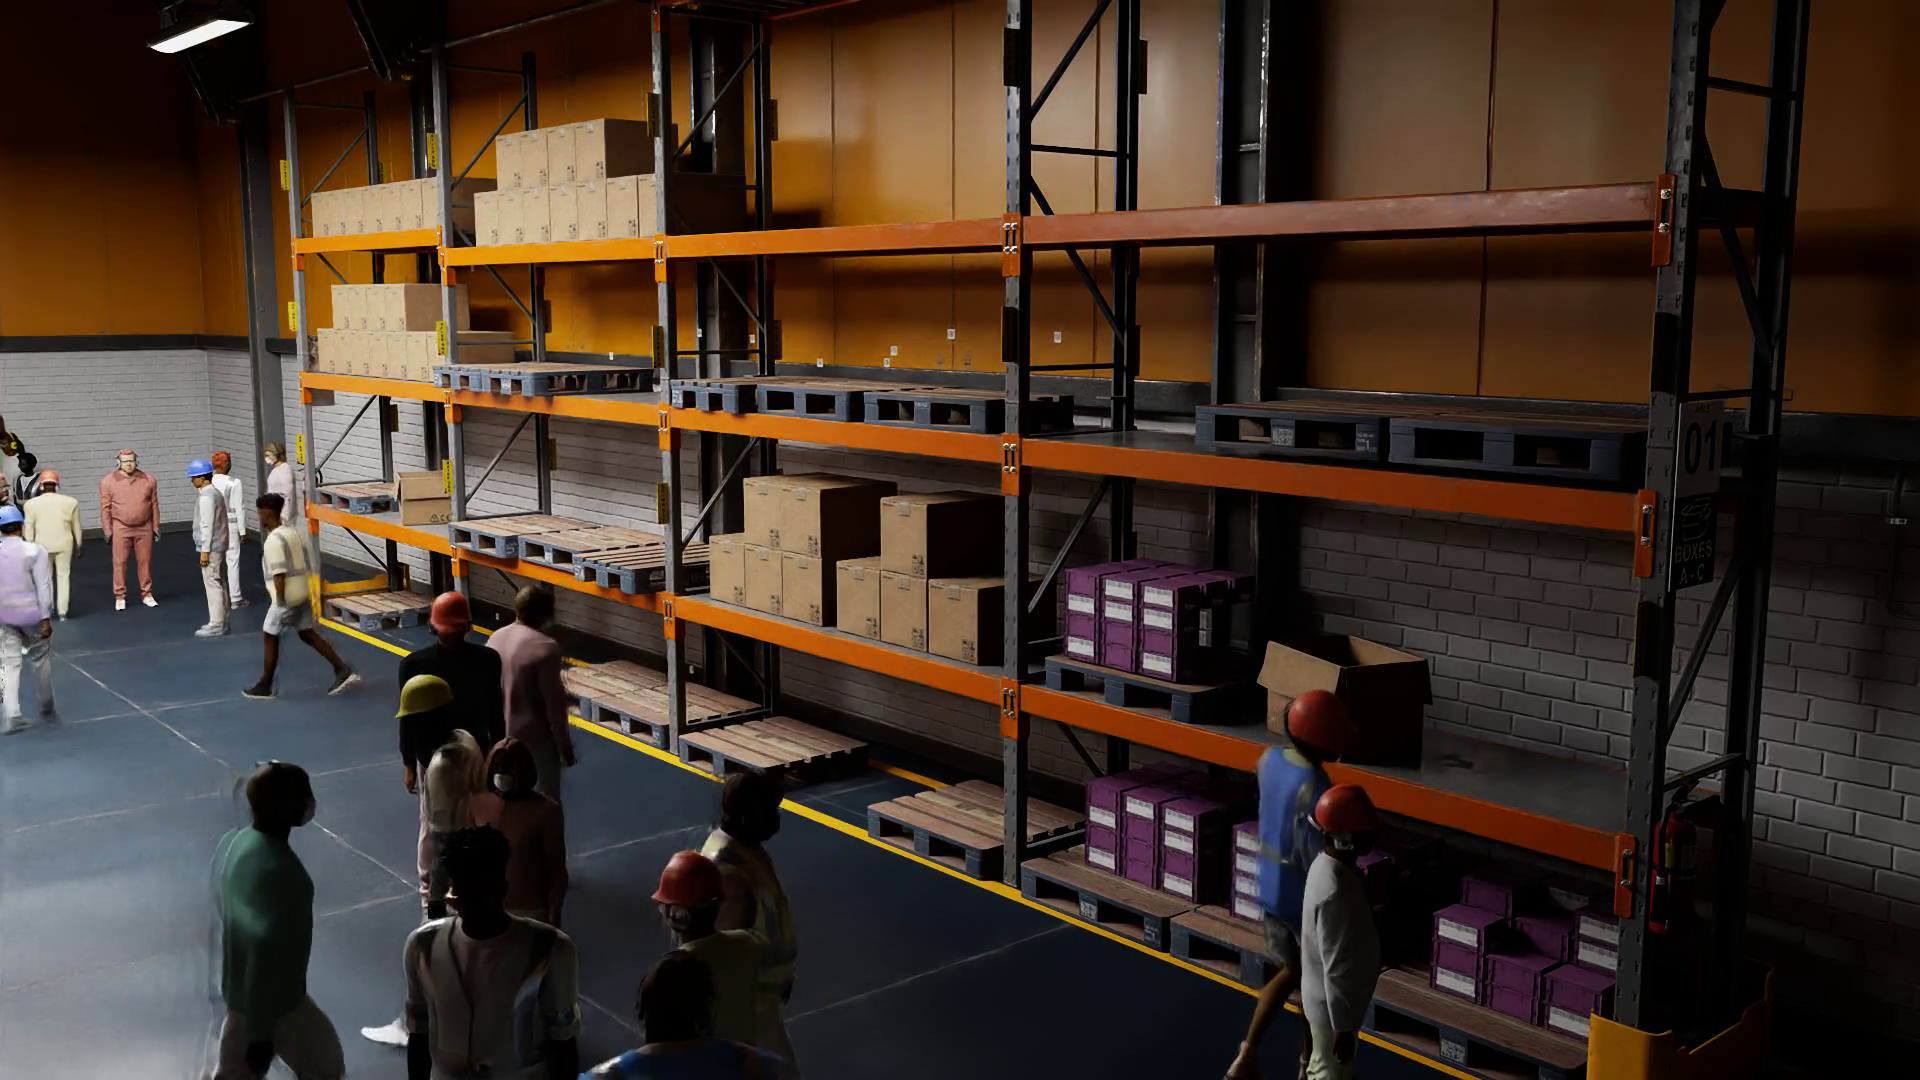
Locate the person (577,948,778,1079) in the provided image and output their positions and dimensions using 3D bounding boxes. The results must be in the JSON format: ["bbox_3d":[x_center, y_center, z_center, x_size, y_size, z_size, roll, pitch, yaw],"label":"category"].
[{"bbox_3d":[-0.810,2.087,4.773,0.641,1.789,0.930,-4,9,-27],"label":"person"}]

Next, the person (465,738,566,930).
[{"bbox_3d":[-2.084,1.721,7.778,0.500,1.636,0.281,1,8,9],"label":"person"}]

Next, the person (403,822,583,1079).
[{"bbox_3d":[-1.555,1.886,5.529,0.606,1.957,0.373,1,8,6],"label":"person"}]

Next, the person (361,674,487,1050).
[{"bbox_3d":[-2.443,1.571,8.074,0.944,1.863,0.602,-2,8,-14],"label":"person"}]

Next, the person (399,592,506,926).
[{"bbox_3d":[-2.941,1.272,9.708,0.612,1.981,0.408,-5,10,-31],"label":"person"}]

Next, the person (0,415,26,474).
[{"bbox_3d":[-13.865,-0.820,24.047,0.683,2.000,0.538,-5,10,-32],"label":"person"}]

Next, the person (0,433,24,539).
[{"bbox_3d":[-12.877,-0.537,22.691,0.534,1.864,0.310,4,9,25],"label":"person"}]

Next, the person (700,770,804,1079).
[{"bbox_3d":[-0.781,1.802,6.595,0.575,1.813,0.635,-1,8,-7],"label":"person"}]

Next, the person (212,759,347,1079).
[{"bbox_3d":[-2.667,1.783,6.531,1.048,1.880,0.644,-6,10,-35],"label":"person"}]

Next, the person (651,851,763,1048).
[{"bbox_3d":[-0.917,1.944,5.826,0.342,1.749,0.573,4,9,26],"label":"person"}]

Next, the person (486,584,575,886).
[{"bbox_3d":[-2.687,1.226,10.254,0.700,1.919,0.418,6,10,37],"label":"person"}]

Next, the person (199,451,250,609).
[{"bbox_3d":[-8.741,-0.117,19.750,0.573,1.877,0.353,1,8,10],"label":"person"}]

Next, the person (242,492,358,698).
[{"bbox_3d":[-6.096,0.514,15.254,0.982,1.914,0.658,0,8,0],"label":"person"}]

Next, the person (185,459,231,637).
[{"bbox_3d":[-8.197,0.082,18.172,0.420,1.932,0.619,-2,9,-17],"label":"person"}]

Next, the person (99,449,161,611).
[{"bbox_3d":[-9.803,-0.128,19.702,0.644,1.907,0.399,-7,11,-39],"label":"person"}]

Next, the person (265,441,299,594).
[{"bbox_3d":[-8.331,-0.249,20.452,0.373,1.935,0.628,-5,9,-29],"label":"person"}]

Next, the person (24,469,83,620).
[{"bbox_3d":[-10.403,0.047,19.114,0.576,1.725,0.637,-4,9,-25],"label":"person"}]

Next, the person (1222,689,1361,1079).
[{"bbox_3d":[1.567,1.598,7.418,0.609,1.981,0.639,-4,9,-26],"label":"person"}]

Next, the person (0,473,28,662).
[{"bbox_3d":[-9.757,0.268,16.944,0.400,1.910,0.643,1,8,6],"label":"person"}]

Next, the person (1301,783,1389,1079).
[{"bbox_3d":[1.520,1.826,6.633,0.322,1.755,0.563,1,8,10],"label":"person"}]

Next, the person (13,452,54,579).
[{"bbox_3d":[-12.053,-0.299,21.611,0.540,1.695,0.318,1,8,10],"label":"person"}]

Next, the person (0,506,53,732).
[{"bbox_3d":[-8.075,0.668,14.295,0.632,1.864,0.950,-1,8,-7],"label":"person"}]
